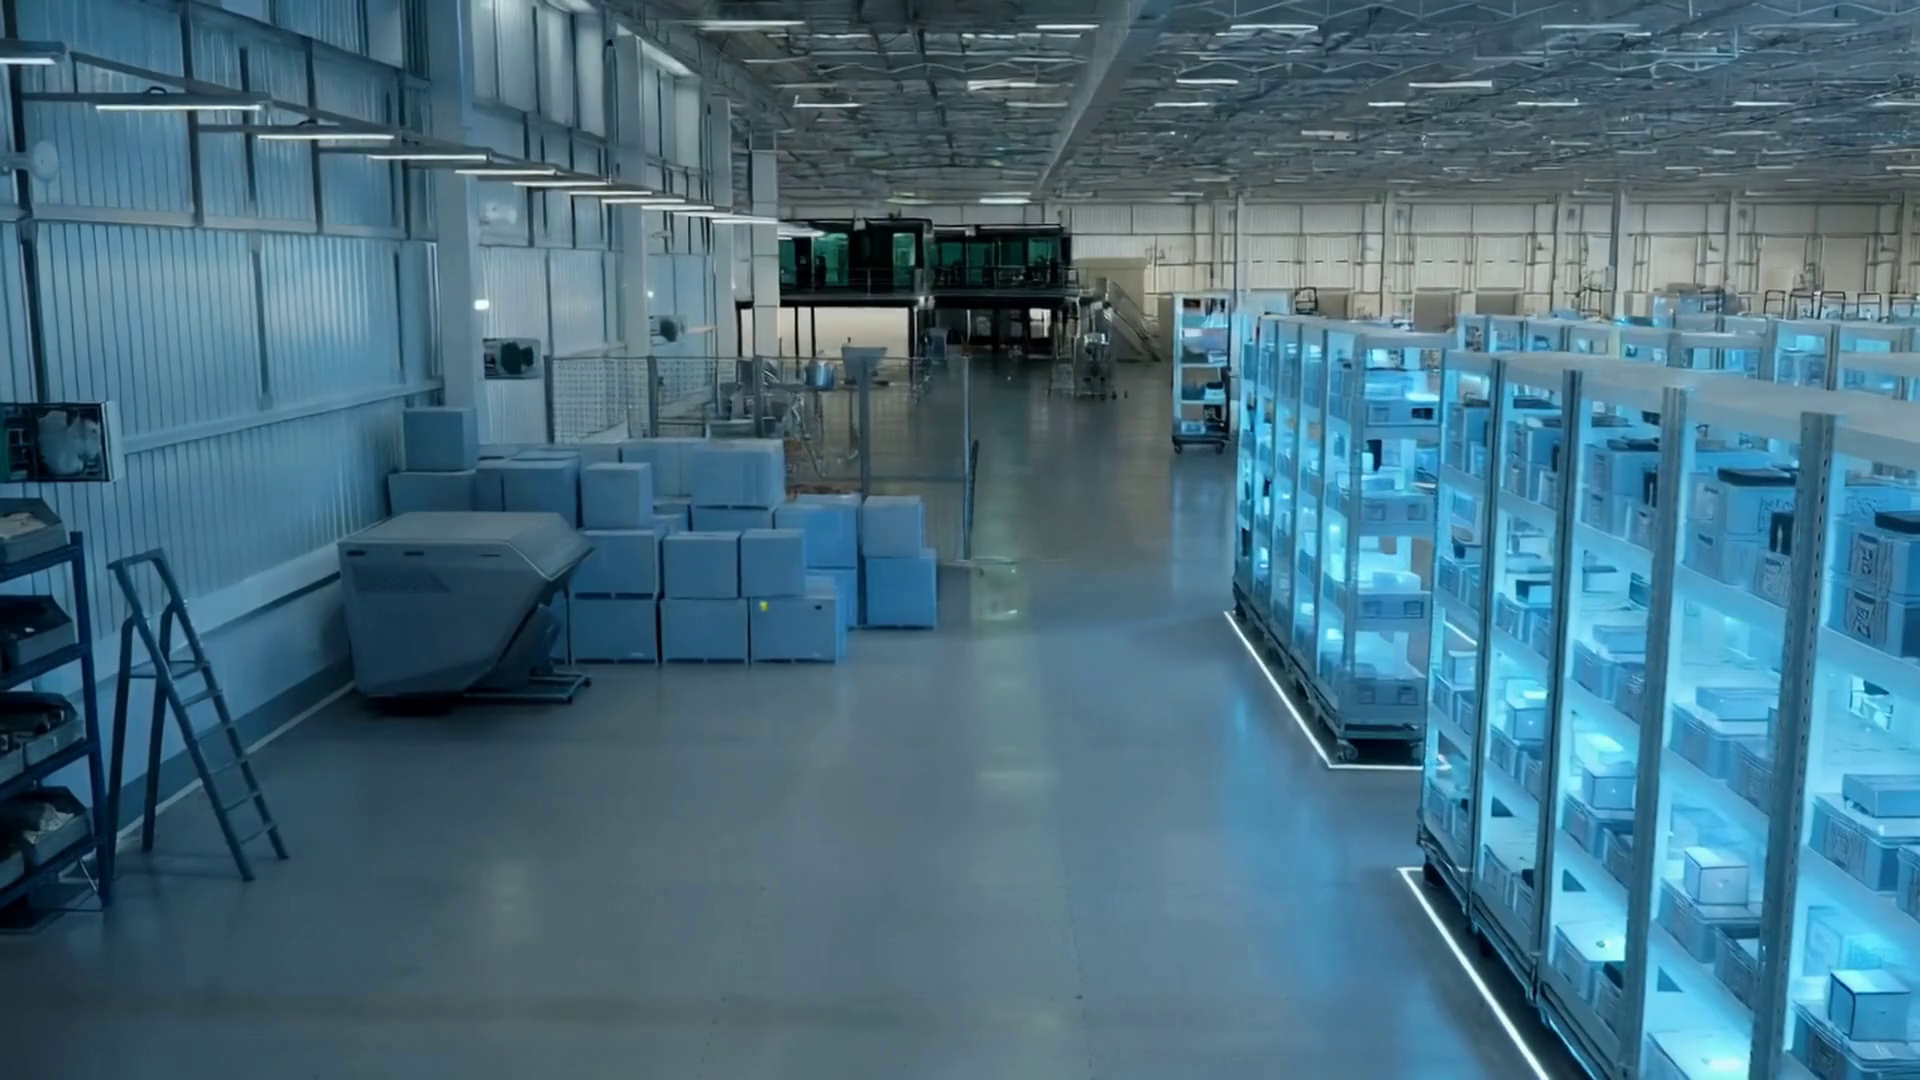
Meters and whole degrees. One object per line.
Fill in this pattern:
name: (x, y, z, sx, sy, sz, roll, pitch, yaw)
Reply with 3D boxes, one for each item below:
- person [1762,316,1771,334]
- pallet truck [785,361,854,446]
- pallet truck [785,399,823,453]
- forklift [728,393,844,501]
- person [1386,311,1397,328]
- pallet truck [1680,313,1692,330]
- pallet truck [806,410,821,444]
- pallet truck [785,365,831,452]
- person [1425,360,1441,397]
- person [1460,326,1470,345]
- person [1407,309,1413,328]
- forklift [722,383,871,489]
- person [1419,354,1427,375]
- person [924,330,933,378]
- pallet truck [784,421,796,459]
person: (39.275, -9.955, 80.928, 0.568, 1.919, 0.642, -5, 10, -28)
pallet truck: (-3.410, -3.193, 38.978, 1.885, 1.965, 0.823, 0, 9, -1)
pallet truck: (-3.814, -2.432, 36.419, 1.630, 1.274, 0.653, 0, 9, 1)
forklift: (-2.979, -1.316, 26.476, 2.680, 1.987, 1.157, 0, 9, 1)
person: (24.390, -11.960, 93.663, 0.868, 1.801, 0.648, -5, 10, -27)
pallet truck: (36.315, -10.531, 84.244, 0.823, 1.965, 1.885, -6, 11, -33)
pallet truck: (-3.559, -2.018, 33.905, 1.522, 1.261, 0.704, 0, 9, -1)
pallet truck: (-3.774, -2.976, 37.635, 1.885, 1.965, 0.823, 1, 9, 5)
person: (10.969, -3.163, 38.650, 0.609, 2.043, 0.397, 0, 9, 2)
person: (24.595, -9.985, 81.226, 0.578, 1.883, 0.353, 6, 11, 35)
person: (25.592, -12.173, 94.627, 0.397, 1.919, 0.585, 5, 11, 30)
forklift: (-2.893, -1.687, 28.729, 2.680, 1.987, 1.157, 0, 9, -1)
person: (12.397, -4.120, 45.073, 0.881, 1.874, 0.653, 1, 9, 4)
person: (-1.218, -7.149, 63.862, 0.350, 1.842, 0.506, 4, 10, 22)
pallet truck: (-4.013, -1.793, 32.705, 1.601, 1.201, 0.680, 0, 9, 1)
